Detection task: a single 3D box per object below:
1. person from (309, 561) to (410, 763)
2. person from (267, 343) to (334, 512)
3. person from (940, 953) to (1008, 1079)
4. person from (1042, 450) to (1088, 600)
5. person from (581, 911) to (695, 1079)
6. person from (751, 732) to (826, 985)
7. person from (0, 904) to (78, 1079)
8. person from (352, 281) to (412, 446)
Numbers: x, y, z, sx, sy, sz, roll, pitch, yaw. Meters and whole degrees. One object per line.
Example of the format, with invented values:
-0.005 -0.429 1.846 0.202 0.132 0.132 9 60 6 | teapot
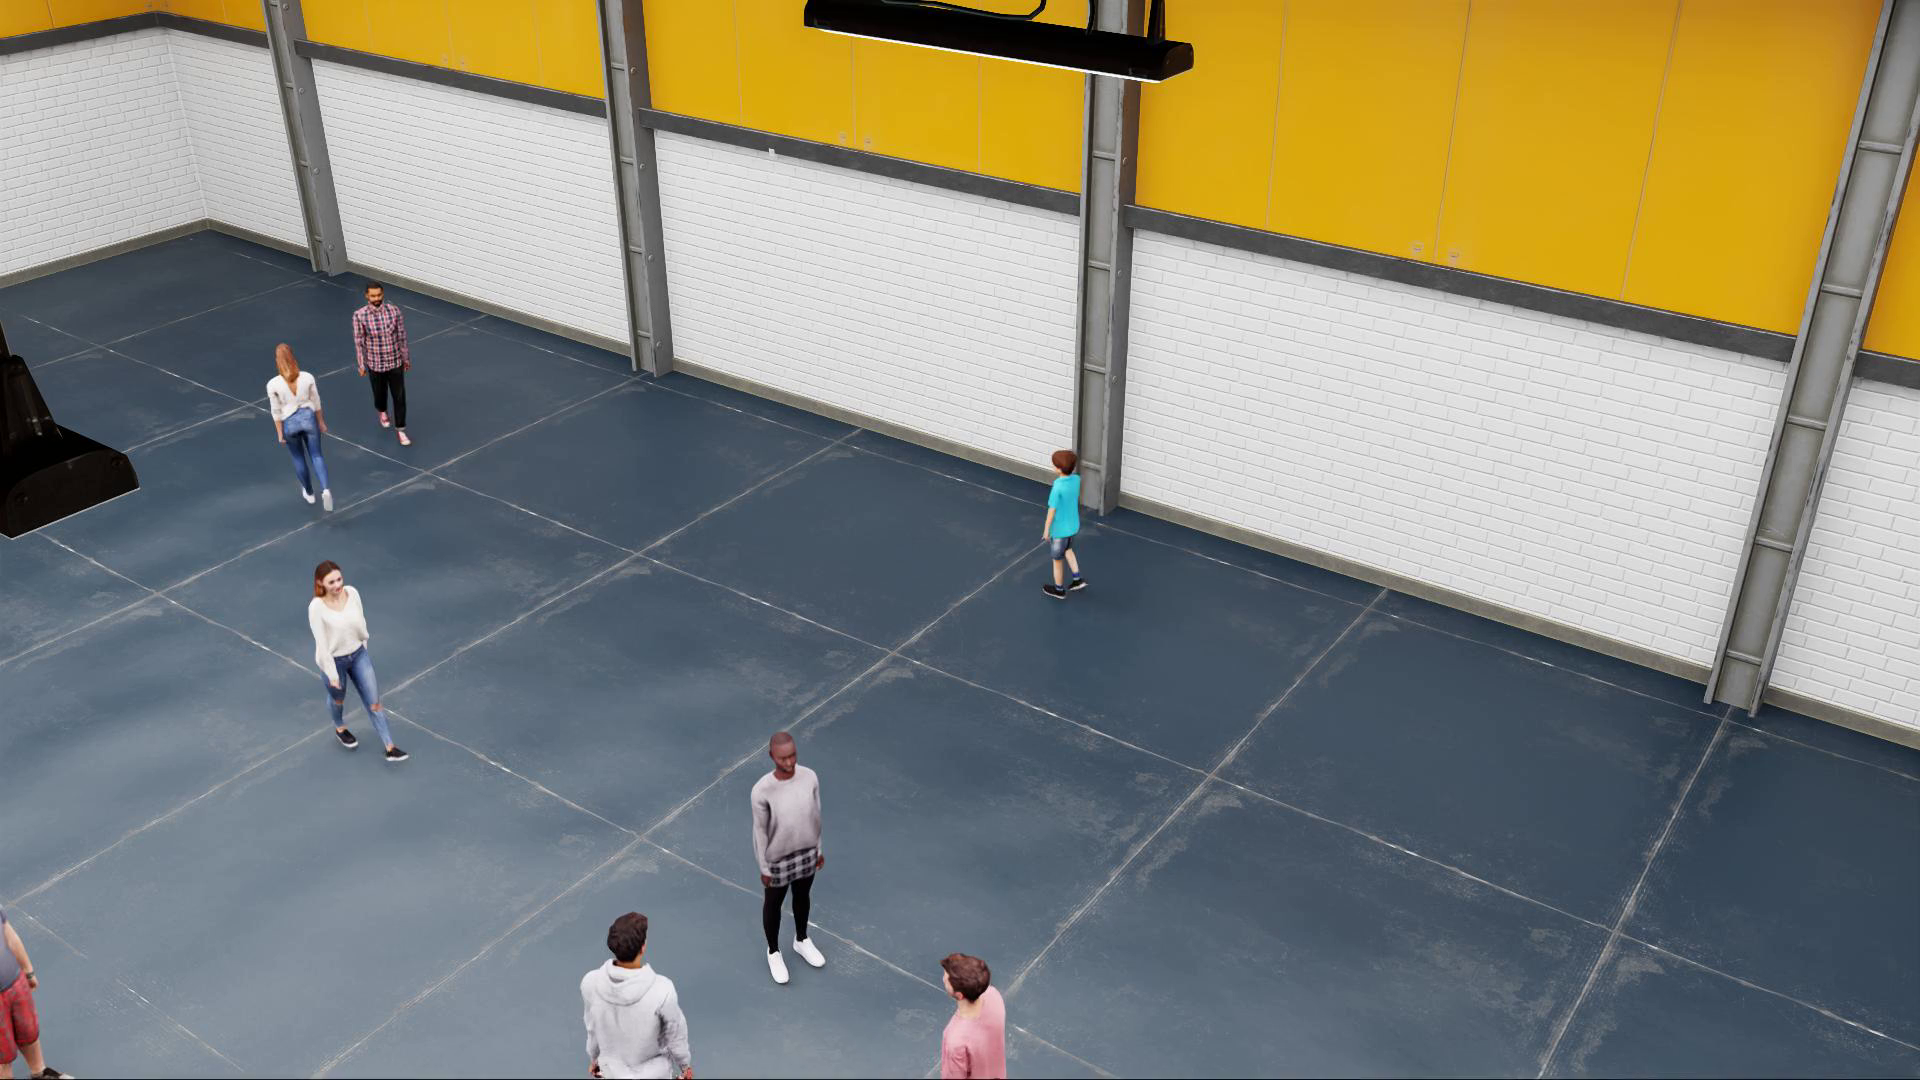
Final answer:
-4.660 0.893 12.437 1.091 1.649 0.706 24 37 37 | person
-6.296 -1.045 15.935 0.867 1.702 1.080 -17 33 -28 | person
0.146 2.891 8.473 1.071 1.937 0.671 16 33 27 | person
0.956 -0.123 14.513 0.635 1.445 0.572 23 36 36 | person
-1.715 2.808 8.651 0.802 1.913 0.897 4 29 7 | person
-1.077 1.943 10.386 0.688 1.771 0.673 -16 33 -27 | person
-5.467 2.551 9.397 0.623 1.649 0.630 11 31 20 | person
-6.041 -1.882 17.426 0.937 1.744 1.056 -14 32 -25 | person
